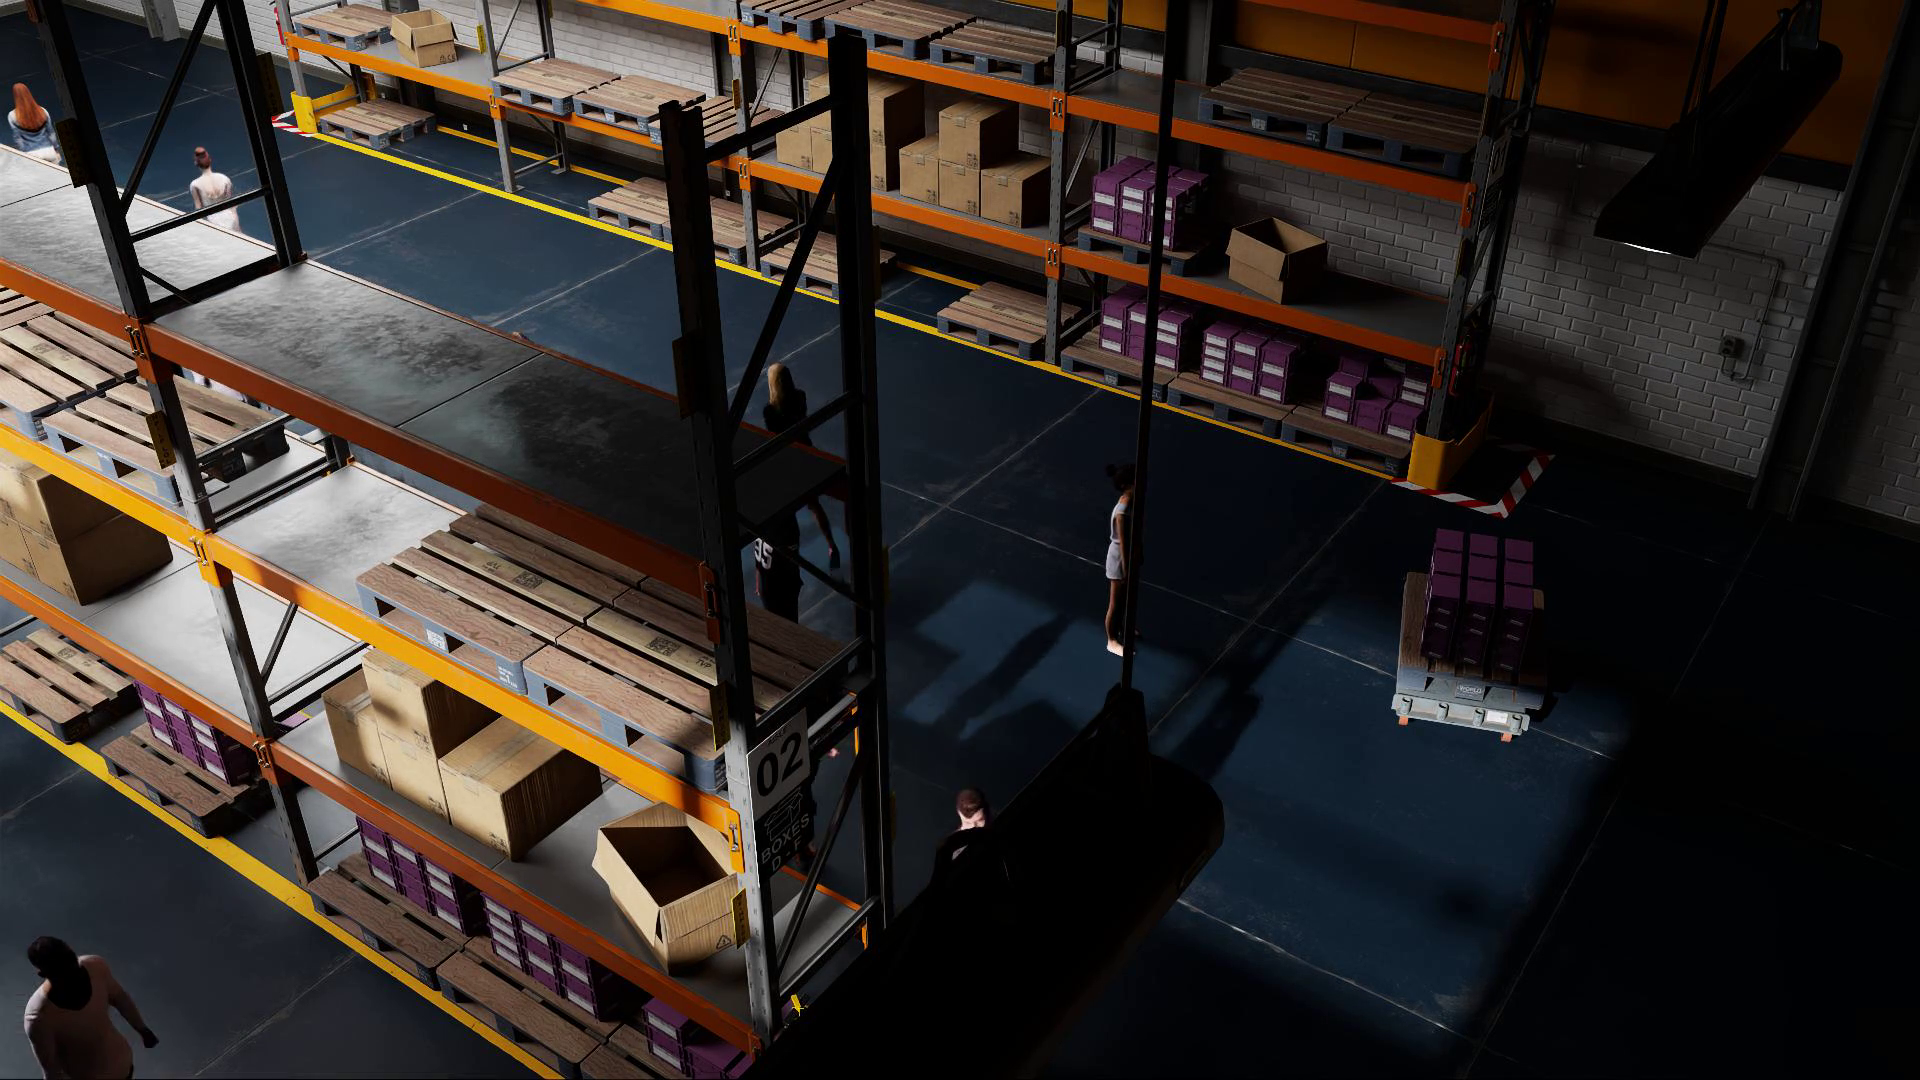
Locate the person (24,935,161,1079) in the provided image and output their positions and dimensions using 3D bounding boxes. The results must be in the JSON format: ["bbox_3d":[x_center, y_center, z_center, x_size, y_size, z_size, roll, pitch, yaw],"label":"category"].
[{"bbox_3d":[-4.513,2.675,8.557,0.950,1.825,0.850,7,34,10],"label":"person"}]

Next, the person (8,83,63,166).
[{"bbox_3d":[-10.744,-4.489,19.449,0.653,1.698,0.590,-25,41,-33],"label":"person"}]

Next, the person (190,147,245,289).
[{"bbox_3d":[-7.701,-3.210,17.463,0.792,1.767,1.014,-20,39,-28],"label":"person"}]

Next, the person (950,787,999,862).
[{"bbox_3d":[0.034,2.058,9.506,0.972,1.802,1.249,-22,39,-29],"label":"person"}]

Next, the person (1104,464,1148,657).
[{"bbox_3d":[1.246,0.130,12.589,0.674,1.600,0.645,8,35,12],"label":"person"}]

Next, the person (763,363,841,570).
[{"bbox_3d":[-1.283,-0.550,13.434,0.807,1.798,1.257,-25,41,-32],"label":"person"}]
